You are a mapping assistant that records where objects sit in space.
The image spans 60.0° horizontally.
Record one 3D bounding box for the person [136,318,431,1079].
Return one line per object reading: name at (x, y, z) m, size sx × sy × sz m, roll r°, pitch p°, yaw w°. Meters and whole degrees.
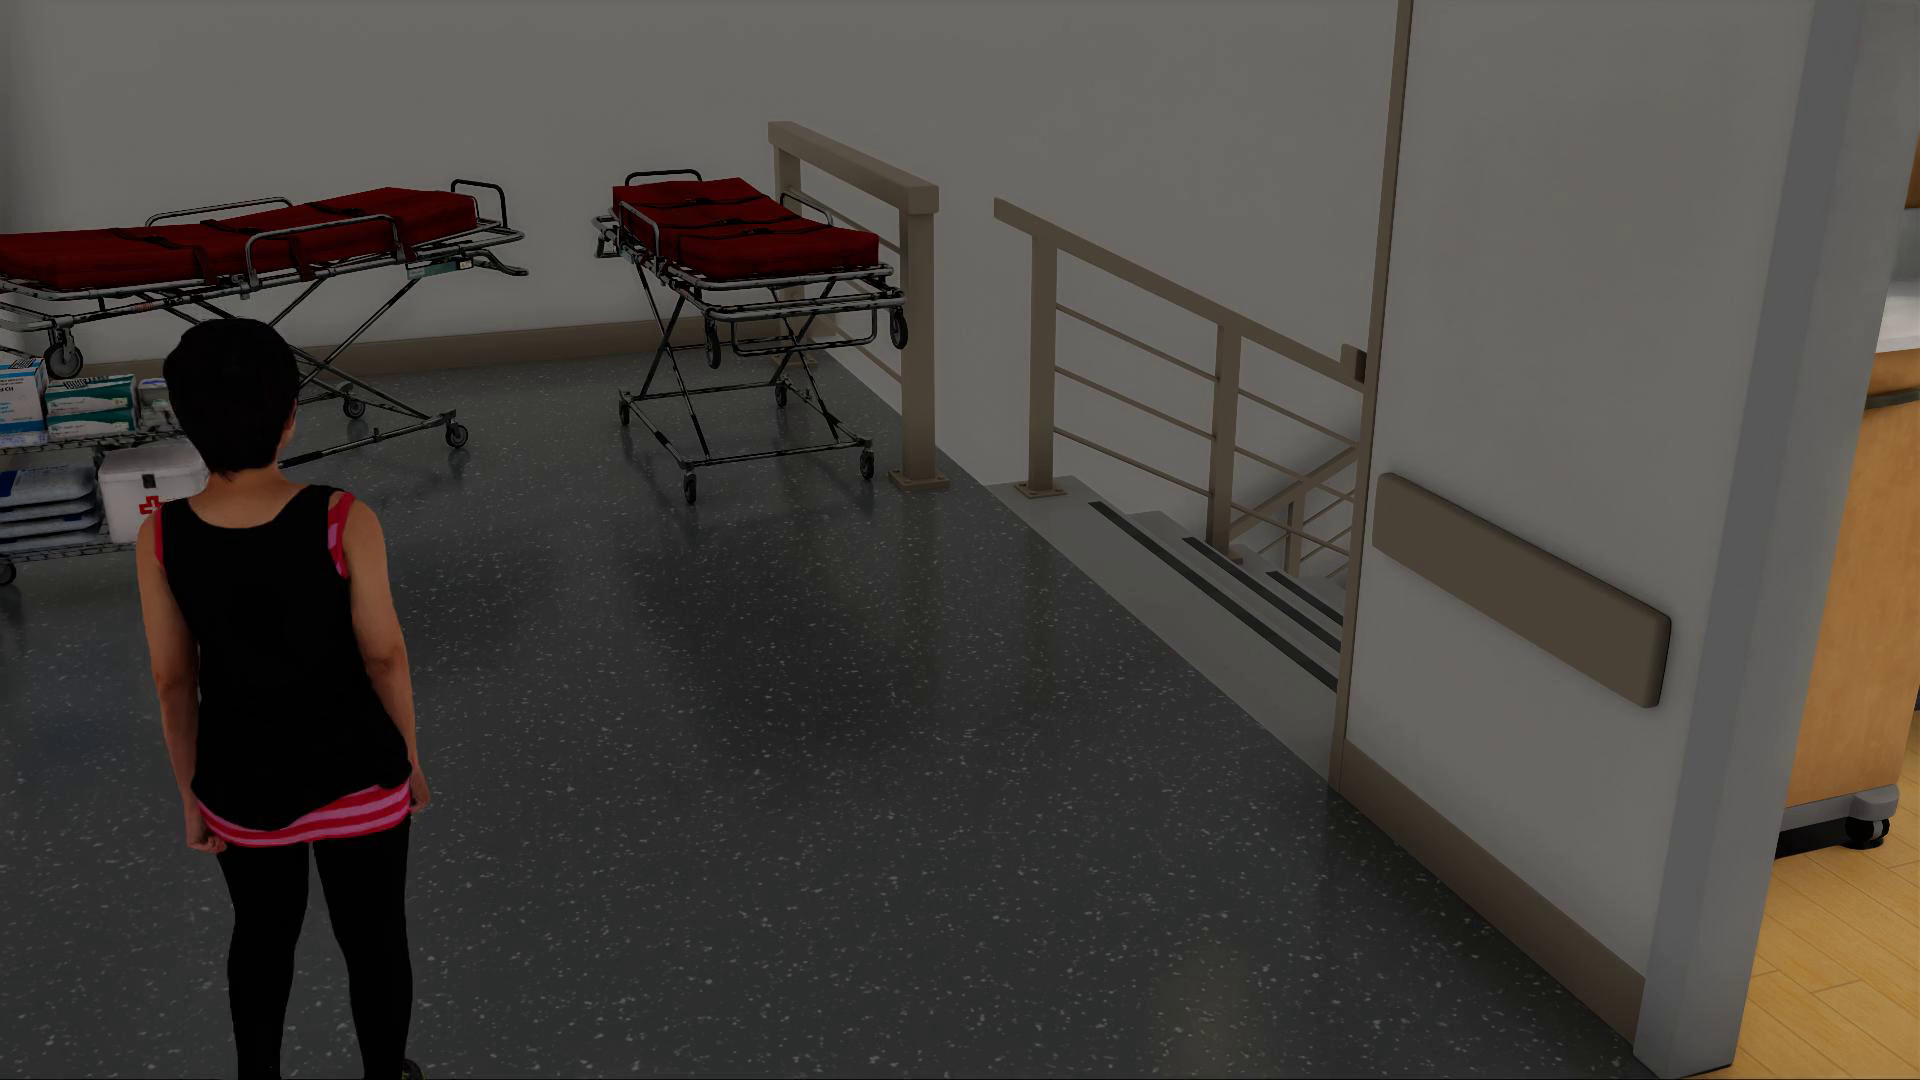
person at (-1.107, 0.416, 2.746) m, size 0.632 × 1.539 × 0.748 m, roll -2°, pitch 21°, yaw -5°
